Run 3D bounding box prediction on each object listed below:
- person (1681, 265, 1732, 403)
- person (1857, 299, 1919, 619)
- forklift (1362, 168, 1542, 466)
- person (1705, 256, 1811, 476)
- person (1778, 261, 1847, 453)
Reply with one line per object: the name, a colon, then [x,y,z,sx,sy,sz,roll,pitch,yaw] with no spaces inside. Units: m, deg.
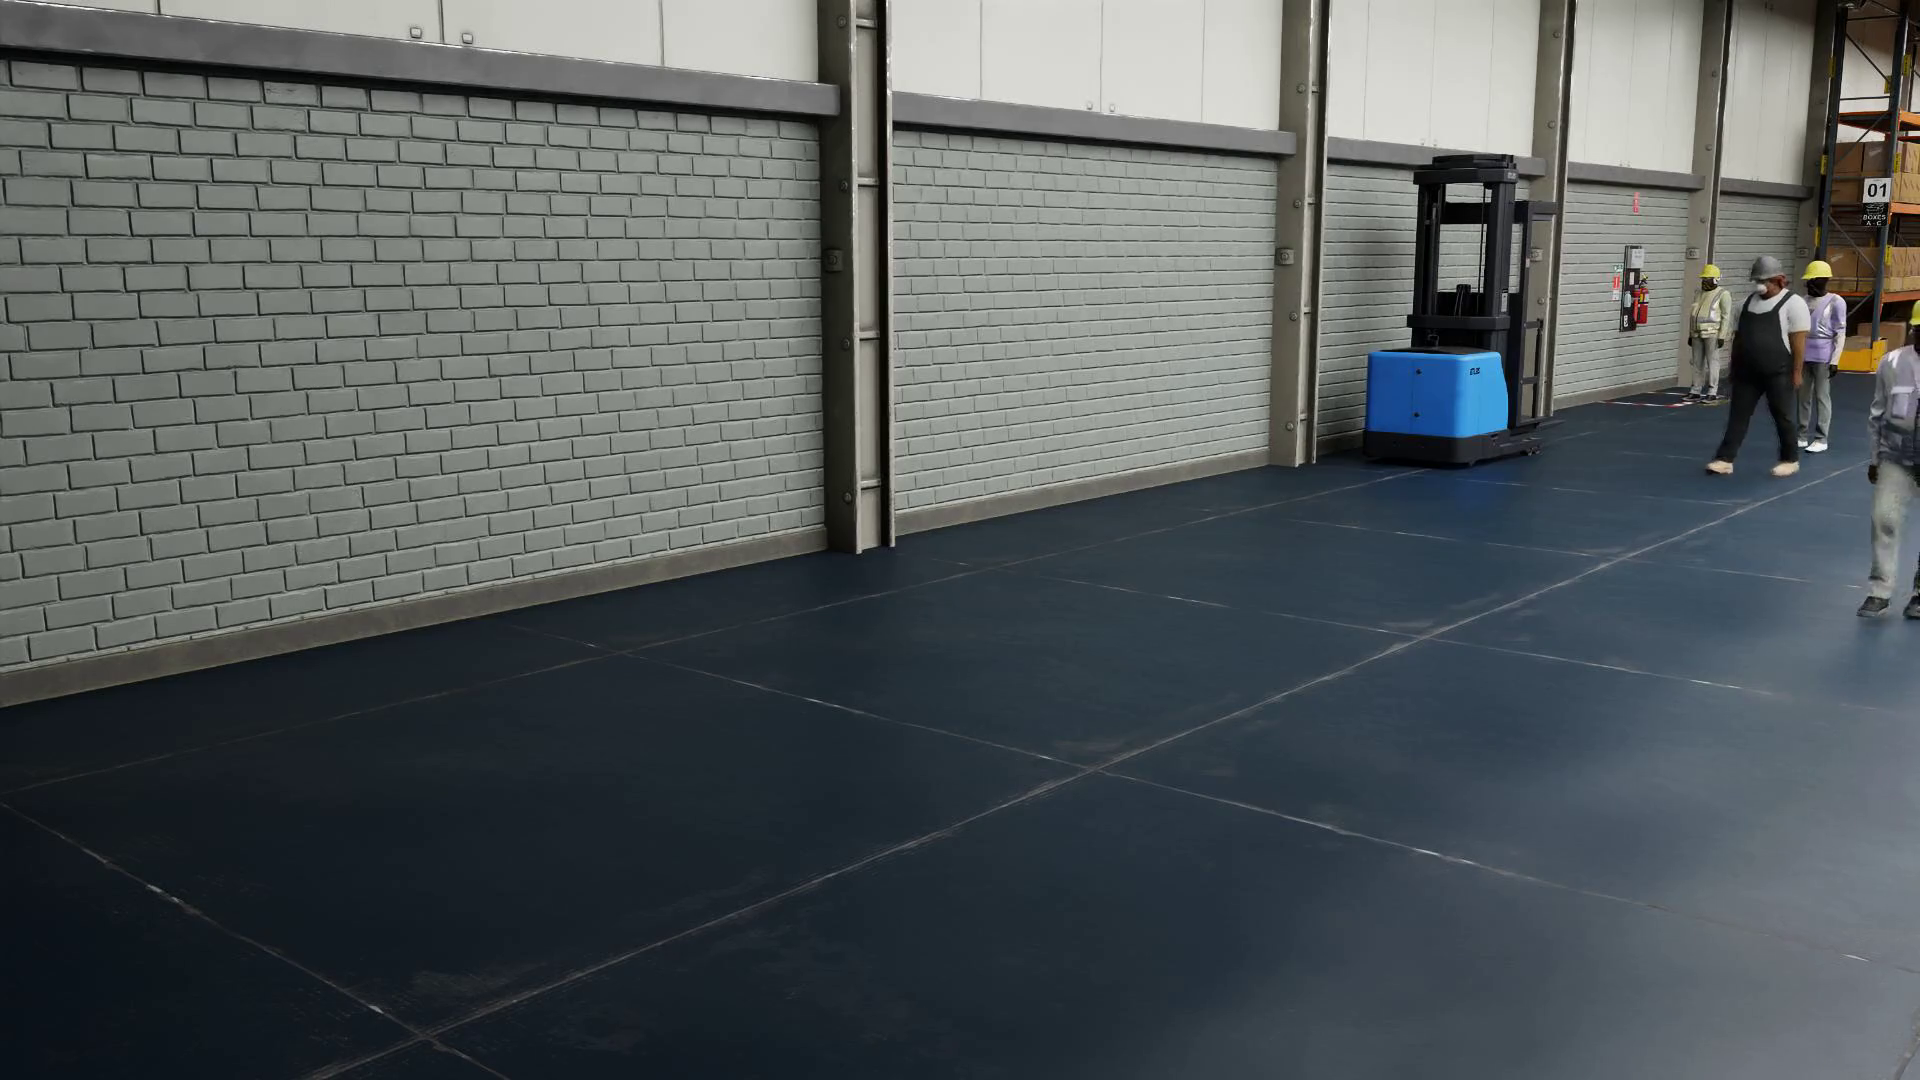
person: [9.972,-2.753,22.228,0.404,1.832,0.599,-4,11,-24]
person: [5.261,-0.442,9.126,0.616,1.803,0.729,9,14,43]
forklift: [4.875,-2.212,16.287,1.129,2.768,1.873,8,13,40]
person: [7.272,-1.583,15.096,0.849,2.000,0.711,-5,11,-28]
person: [8.643,-1.854,16.839,0.386,1.926,0.591,-3,11,-18]
